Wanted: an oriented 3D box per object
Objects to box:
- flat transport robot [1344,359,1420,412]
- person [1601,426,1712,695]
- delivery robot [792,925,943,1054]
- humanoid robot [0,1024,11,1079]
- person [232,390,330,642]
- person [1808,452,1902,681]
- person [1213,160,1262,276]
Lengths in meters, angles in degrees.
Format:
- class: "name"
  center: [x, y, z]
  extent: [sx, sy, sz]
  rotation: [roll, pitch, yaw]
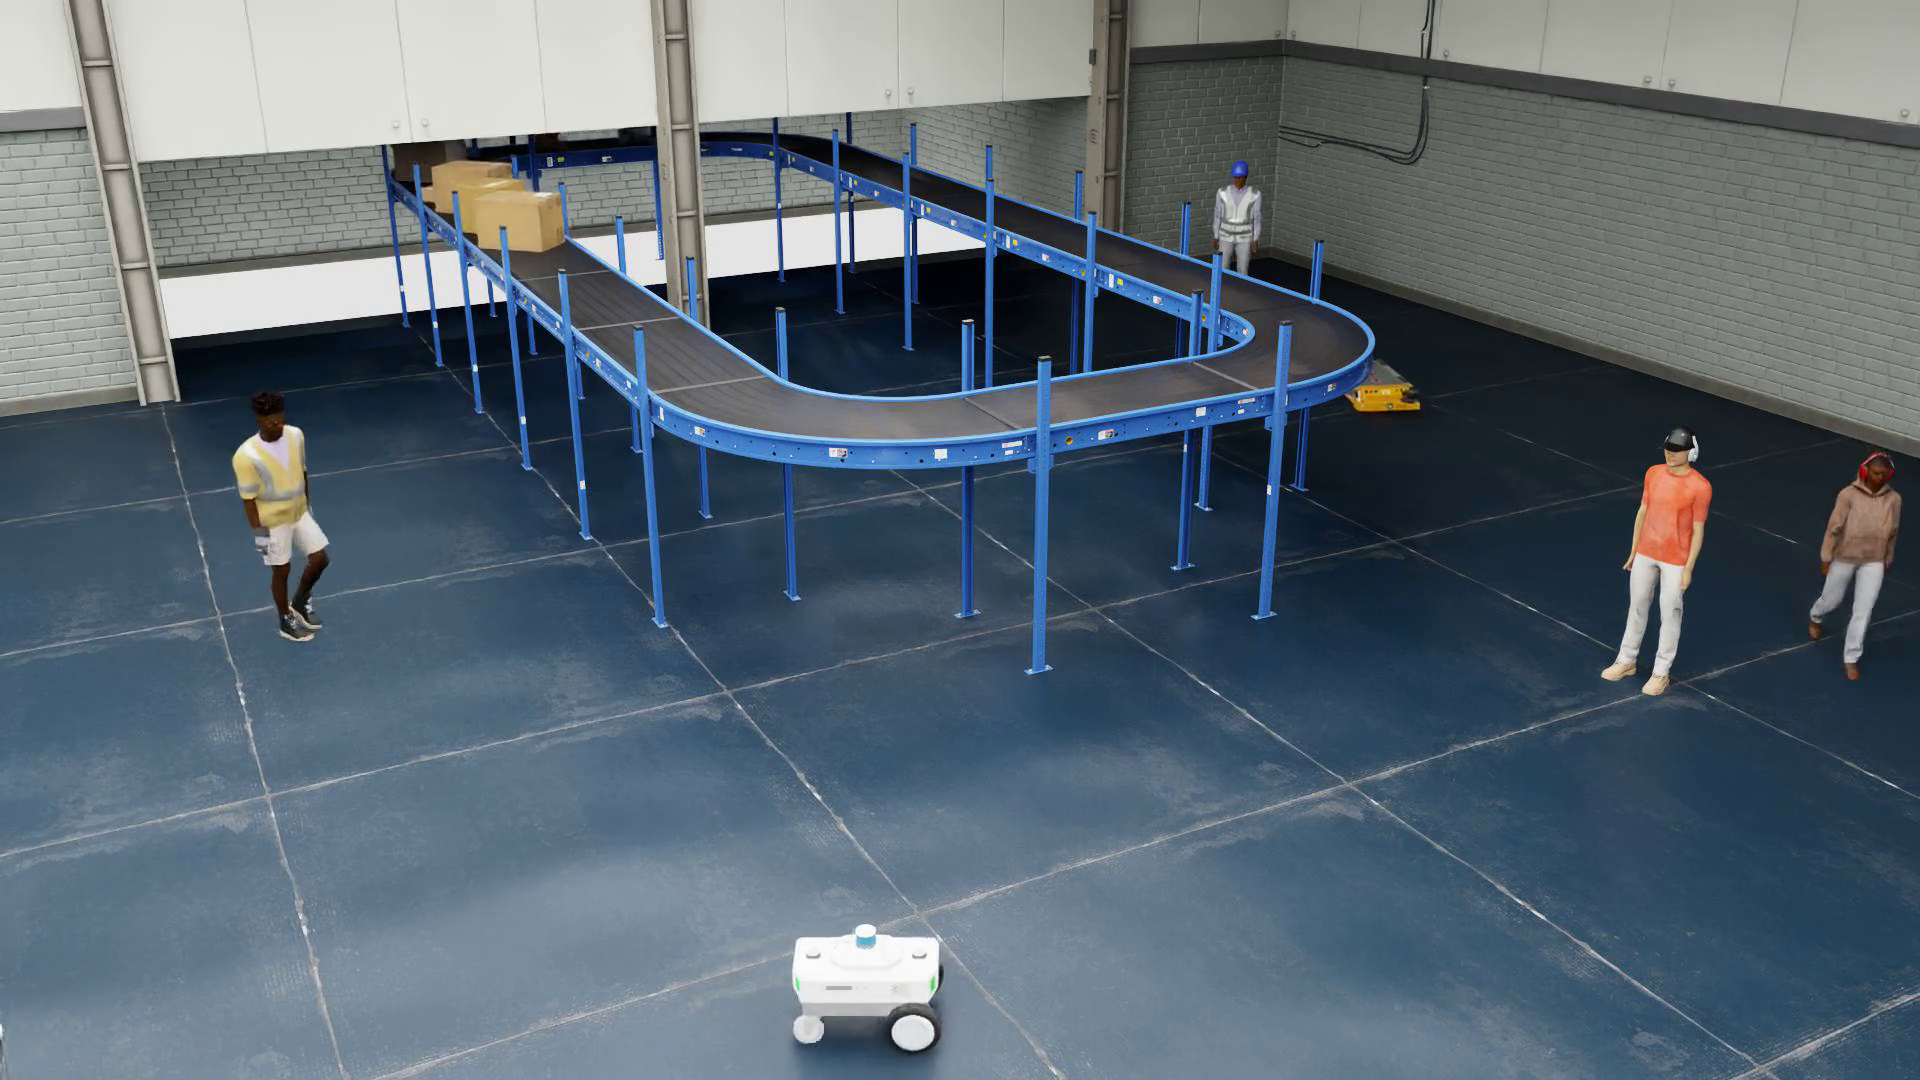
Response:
- class: "flat transport robot"
  center: [4.437, -1.692, 18.058]
  extent: [0.659, 0.231, 1.431]
  rotation: [-2, 22, -5]
- class: "person"
  center: [4.787, 0.135, 11.356]
  extent: [0.394, 1.912, 0.474]
  rotation: [-17, 28, -36]
- class: "delivery robot"
  center: [-0.448, 2.154, 8.145]
  extent: [0.768, 0.576, 0.499]
  rotation: [0, 22, 0]
- class: "humanoid robot"
  center: [-4.528, 1.875, 7.369]
  extent: [0.794, 1.840, 0.532]
  rotation: [18, 28, 38]
- class: "person"
  center: [-4.901, -0.167, 12.052]
  extent: [0.449, 1.943, 0.644]
  rotation: [11, 25, 26]
- class: "person"
  center: [6.330, 0.119, 11.768]
  extent: [0.474, 1.630, 0.679]
  rotation: [6, 23, 13]
- class: "person"
  center: [3.511, -3.846, 21.145]
  extent: [0.603, 1.949, 0.395]
  rotation: [6, 23, 14]
